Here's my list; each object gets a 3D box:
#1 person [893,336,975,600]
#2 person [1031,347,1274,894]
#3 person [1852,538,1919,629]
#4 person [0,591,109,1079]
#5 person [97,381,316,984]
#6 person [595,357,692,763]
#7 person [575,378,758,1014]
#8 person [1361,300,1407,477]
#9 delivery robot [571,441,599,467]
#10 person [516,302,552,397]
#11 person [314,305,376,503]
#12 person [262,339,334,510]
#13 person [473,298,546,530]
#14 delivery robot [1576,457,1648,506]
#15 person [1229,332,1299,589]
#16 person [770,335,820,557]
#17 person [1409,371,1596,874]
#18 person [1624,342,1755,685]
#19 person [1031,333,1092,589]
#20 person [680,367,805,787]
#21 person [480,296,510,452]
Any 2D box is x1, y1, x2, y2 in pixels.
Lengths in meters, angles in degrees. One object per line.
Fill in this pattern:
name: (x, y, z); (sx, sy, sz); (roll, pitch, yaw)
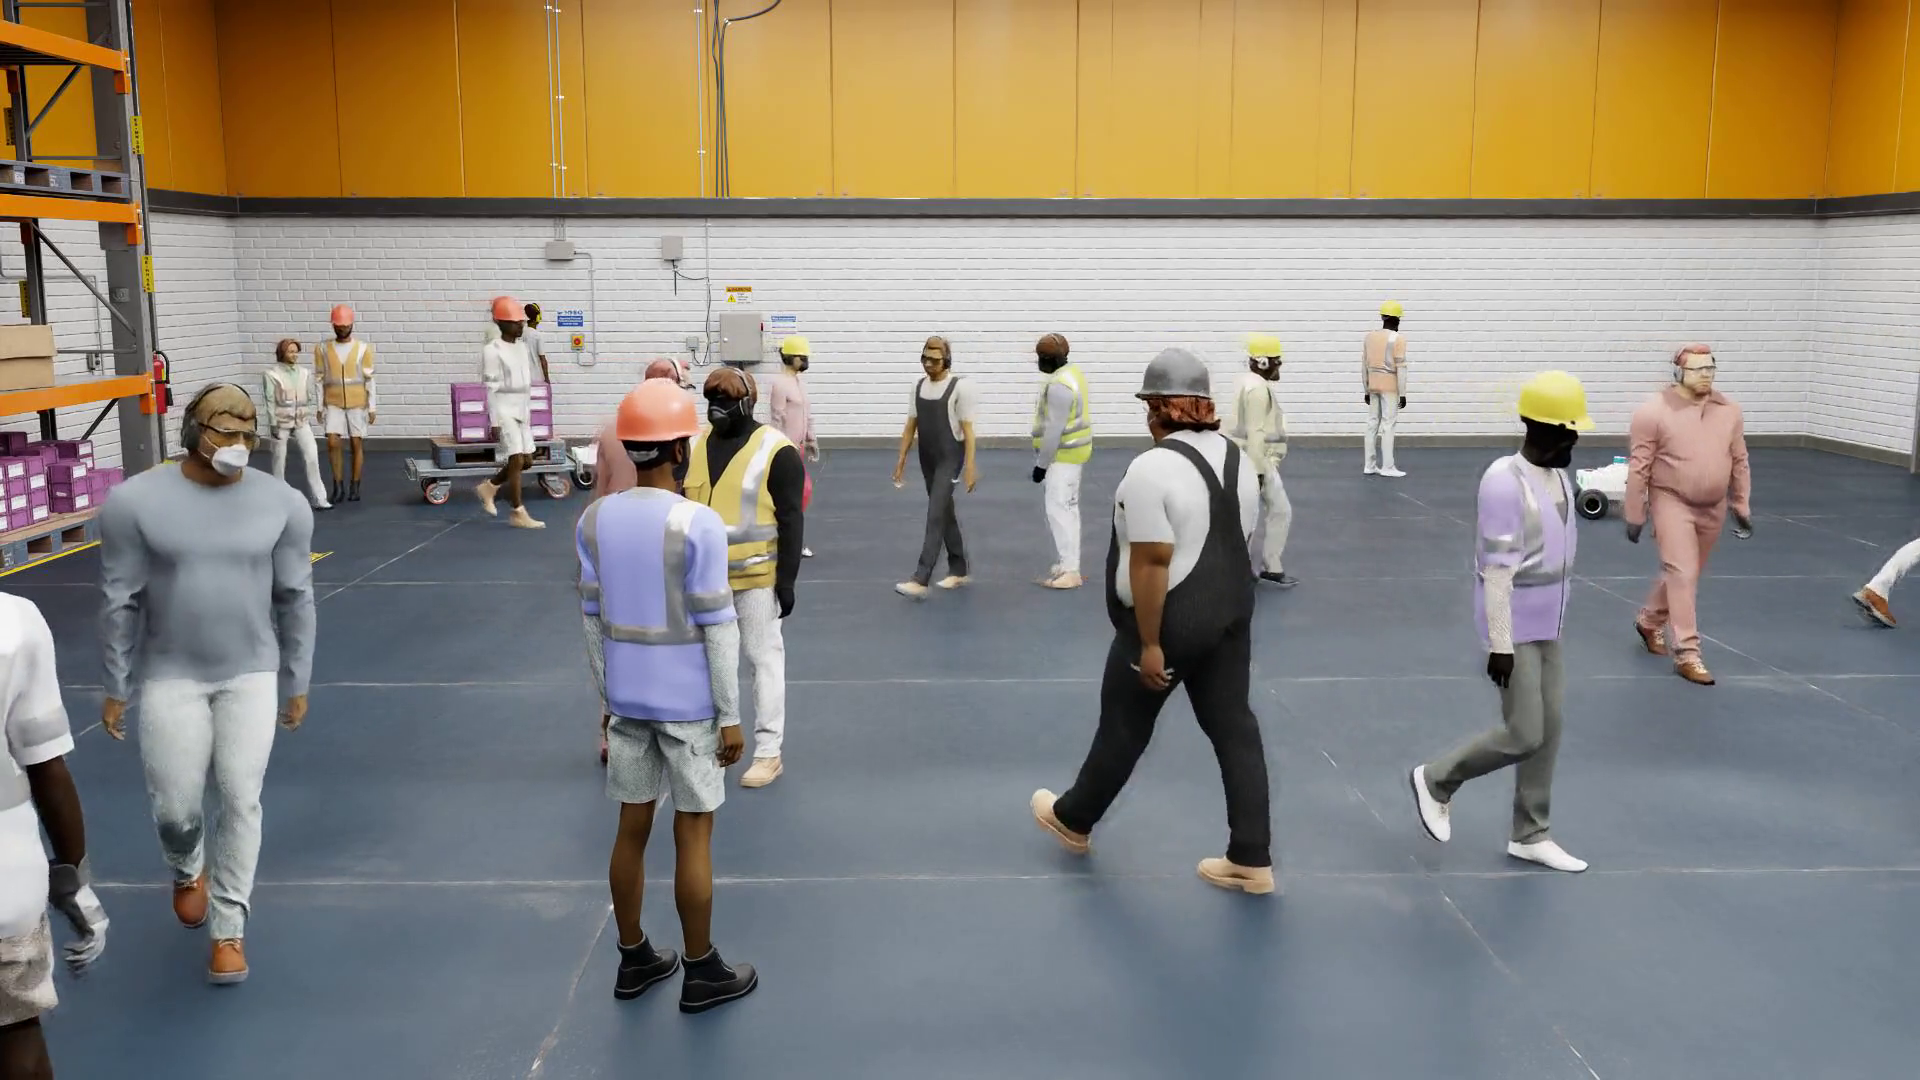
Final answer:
person: (-0.223, -0.498, 11.483); (0.544, 1.799, 0.915); (9, 13, 43)
person: (0.774, 0.247, 6.195); (0.685, 2.000, 1.055); (-8, 12, -40)
person: (6.116, -0.347, 10.266); (0.925, 1.911, 0.638); (2, 9, 11)
person: (-2.137, 0.746, 3.432); (0.640, 1.938, 0.478); (-7, 12, -37)
person: (-2.418, 0.442, 5.380); (0.663, 1.919, 0.537); (-5, 11, -29)
person: (-1.376, 0.074, 7.833); (0.660, 1.852, 0.985); (7, 12, 39)
person: (-0.895, 0.477, 5.091); (0.545, 1.942, 0.349); (5, 10, 27)
person: (4.660, -1.651, 18.184); (0.382, 1.924, 0.594); (-6, 11, -32)
delivery robot: (-3.661, -0.862, 17.255); (0.707, 0.478, 0.477); (-3, 10, -16)
person: (-4.988, -1.843, 19.519); (0.532, 1.874, 0.316); (6, 11, 34)
person: (-5.939, -1.298, 16.070); (0.571, 1.910, 0.708); (-3, 10, -16)
person: (-6.173, -1.049, 15.429); (0.775, 1.610, 0.512); (8, 12, 40)
person: (-3.974, -1.095, 14.495); (0.708, 2.021, 0.610); (3, 10, 20)
delivery robot: (5.992, -0.517, 15.137); (0.707, 0.478, 0.477); (2, 9, 15)
person: (2.210, -0.556, 11.792); (0.610, 1.815, 0.620); (0, 9, 0)
person: (-1.270, -0.730, 13.100); (0.538, 1.748, 0.538); (3, 10, 17)
person: (2.073, 0.306, 6.255); (0.569, 1.902, 0.599); (9, 13, 43)
person: (4.093, -0.189, 9.414); (0.647, 1.869, 0.937); (-2, 9, -12)
person: (0.727, -0.574, 11.943); (0.434, 1.814, 0.821); (2, 9, 10)
person: (-0.988, 0.162, 7.329); (0.624, 1.845, 0.430); (5, 10, 28)
person: (-5.137, -1.744, 18.623); (0.443, 1.963, 0.644); (-6, 11, -31)
